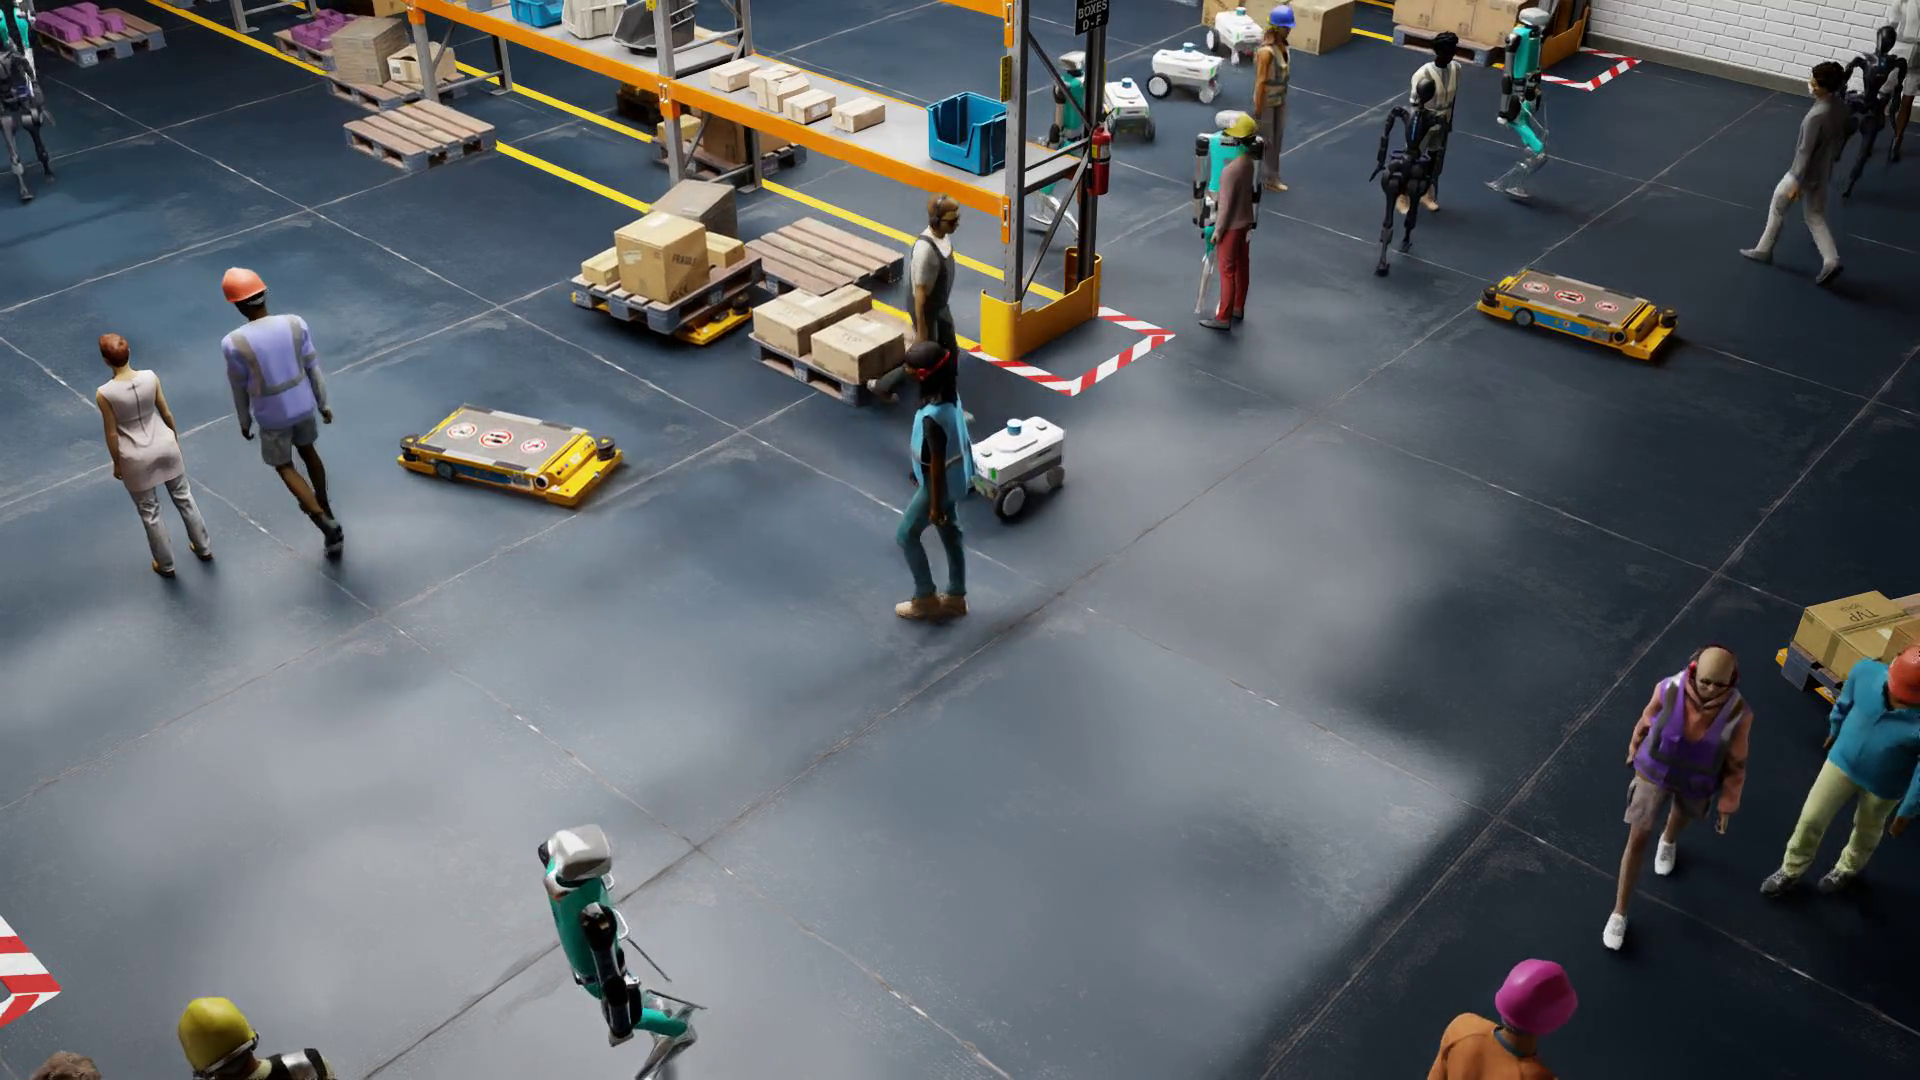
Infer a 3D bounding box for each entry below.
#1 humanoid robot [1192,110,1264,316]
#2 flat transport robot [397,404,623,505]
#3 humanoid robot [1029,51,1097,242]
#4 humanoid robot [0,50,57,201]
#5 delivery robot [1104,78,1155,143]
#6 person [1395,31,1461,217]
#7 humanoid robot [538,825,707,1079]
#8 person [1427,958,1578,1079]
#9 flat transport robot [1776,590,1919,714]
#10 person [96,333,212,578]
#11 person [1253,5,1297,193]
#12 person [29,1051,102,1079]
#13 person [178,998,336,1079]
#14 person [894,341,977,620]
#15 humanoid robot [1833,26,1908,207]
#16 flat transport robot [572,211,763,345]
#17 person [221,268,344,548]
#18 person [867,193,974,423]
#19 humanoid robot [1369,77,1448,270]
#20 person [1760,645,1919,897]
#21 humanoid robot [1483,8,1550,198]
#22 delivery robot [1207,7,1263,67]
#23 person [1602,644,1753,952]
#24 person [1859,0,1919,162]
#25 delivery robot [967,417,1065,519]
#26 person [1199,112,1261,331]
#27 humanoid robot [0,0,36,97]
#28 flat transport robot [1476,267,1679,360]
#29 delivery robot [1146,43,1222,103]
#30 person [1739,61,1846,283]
[{"bbox_3d":[2.136,-2.608,13.330,0.546,1.839,0.666,8,35,12],"label":"humanoid robot"},{"bbox_3d":[-3.170,-0.610,11.694,1.431,0.231,0.659,12,36,17],"label":"flat transport robot"},{"bbox_3d":[0.822,-3.431,14.491,1.030,1.733,0.551,26,43,33],"label":"humanoid robot"},{"bbox_3d":[-8.737,-3.978,15.386,0.608,1.612,0.813,-12,36,-17],"label":"humanoid robot"},{"bbox_3d":[1.687,-4.397,16.902,0.499,0.565,0.745,-4,35,-5],"label":"delivery robot"},{"bbox_3d":[4.242,-3.754,14.998,0.535,1.691,0.318,-17,38,-24],"label":"person"},{"bbox_3d":[-1.302,1.839,6.958,0.718,1.887,0.575,-19,39,-26],"label":"humanoid robot"},{"bbox_3d":[1.998,2.236,6.103,0.967,1.943,0.515,-17,38,-23],"label":"person"},{"bbox_3d":[5.400,0.973,9.400,0.659,0.231,1.431,-11,36,-16],"label":"flat transport robot"},{"bbox_3d":[-5.059,-0.528,10.357,0.284,1.650,0.432,23,41,30],"label":"person"},{"bbox_3d":[2.830,-4.095,15.433,0.585,1.763,0.472,22,40,28],"label":"person"},{"bbox_3d":[-3.127,2.438,6.078,0.610,1.639,0.360,-4,35,-6],"label":"person"},{"bbox_3d":[-2.502,2.325,6.088,0.610,1.817,0.404,-19,39,-26],"label":"person"},{"bbox_3d":[-0.199,-0.335,9.906,0.589,1.843,0.499,8,35,12],"label":"person"},{"bbox_3d":[8.330,-3.968,15.342,0.604,1.631,0.642,5,35,7],"label":"humanoid robot"},{"bbox_3d":[-2.447,-1.973,13.668,1.431,0.231,0.659,21,40,27],"label":"flat transport robot"},{"bbox_3d":[-4.248,-0.806,10.548,0.719,1.901,0.557,26,42,32],"label":"person"},{"bbox_3d":[-0.285,-1.633,11.822,0.705,1.814,0.542,11,36,16],"label":"person"},{"bbox_3d":[3.794,-3.136,14.170,0.599,1.637,0.791,14,37,19],"label":"humanoid robot"},{"bbox_3d":[4.341,1.113,7.938,0.653,1.695,0.578,-23,41,-29],"label":"person"},{"bbox_3d":[5.230,-3.898,15.181,0.543,1.794,0.841,-25,42,-32],"label":"humanoid robot"},{"bbox_3d":[3.157,-5.738,18.867,0.499,0.589,0.790,-8,35,-11],"label":"delivery robot"},{"bbox_3d":[3.457,1.133,7.958,0.510,1.639,0.913,15,37,20],"label":"person"},{"bbox_3d":[9.144,-4.626,16.061,0.547,1.924,0.385,13,37,19],"label":"person"},{"bbox_3d":[0.362,-0.543,11.341,0.793,0.590,0.499,-27,43,-34],"label":"delivery robot"},{"bbox_3d":[2.154,-2.508,13.126,0.306,1.768,0.523,23,41,30],"label":"person"},{"bbox_3d":[-10.188,-5.668,17.809,0.530,1.832,0.888,-16,38,-22],"label":"humanoid robot"},{"bbox_3d":[5.011,-1.858,13.502,1.431,0.231,0.659,24,41,30],"label":"flat transport robot"},{"bbox_3d":[2.427,-5.023,17.830,0.777,0.587,0.499,14,37,20],"label":"delivery robot"},{"bbox_3d":[7.133,-3.059,13.842,0.556,1.856,0.888,-18,38,-24],"label":"person"}]
